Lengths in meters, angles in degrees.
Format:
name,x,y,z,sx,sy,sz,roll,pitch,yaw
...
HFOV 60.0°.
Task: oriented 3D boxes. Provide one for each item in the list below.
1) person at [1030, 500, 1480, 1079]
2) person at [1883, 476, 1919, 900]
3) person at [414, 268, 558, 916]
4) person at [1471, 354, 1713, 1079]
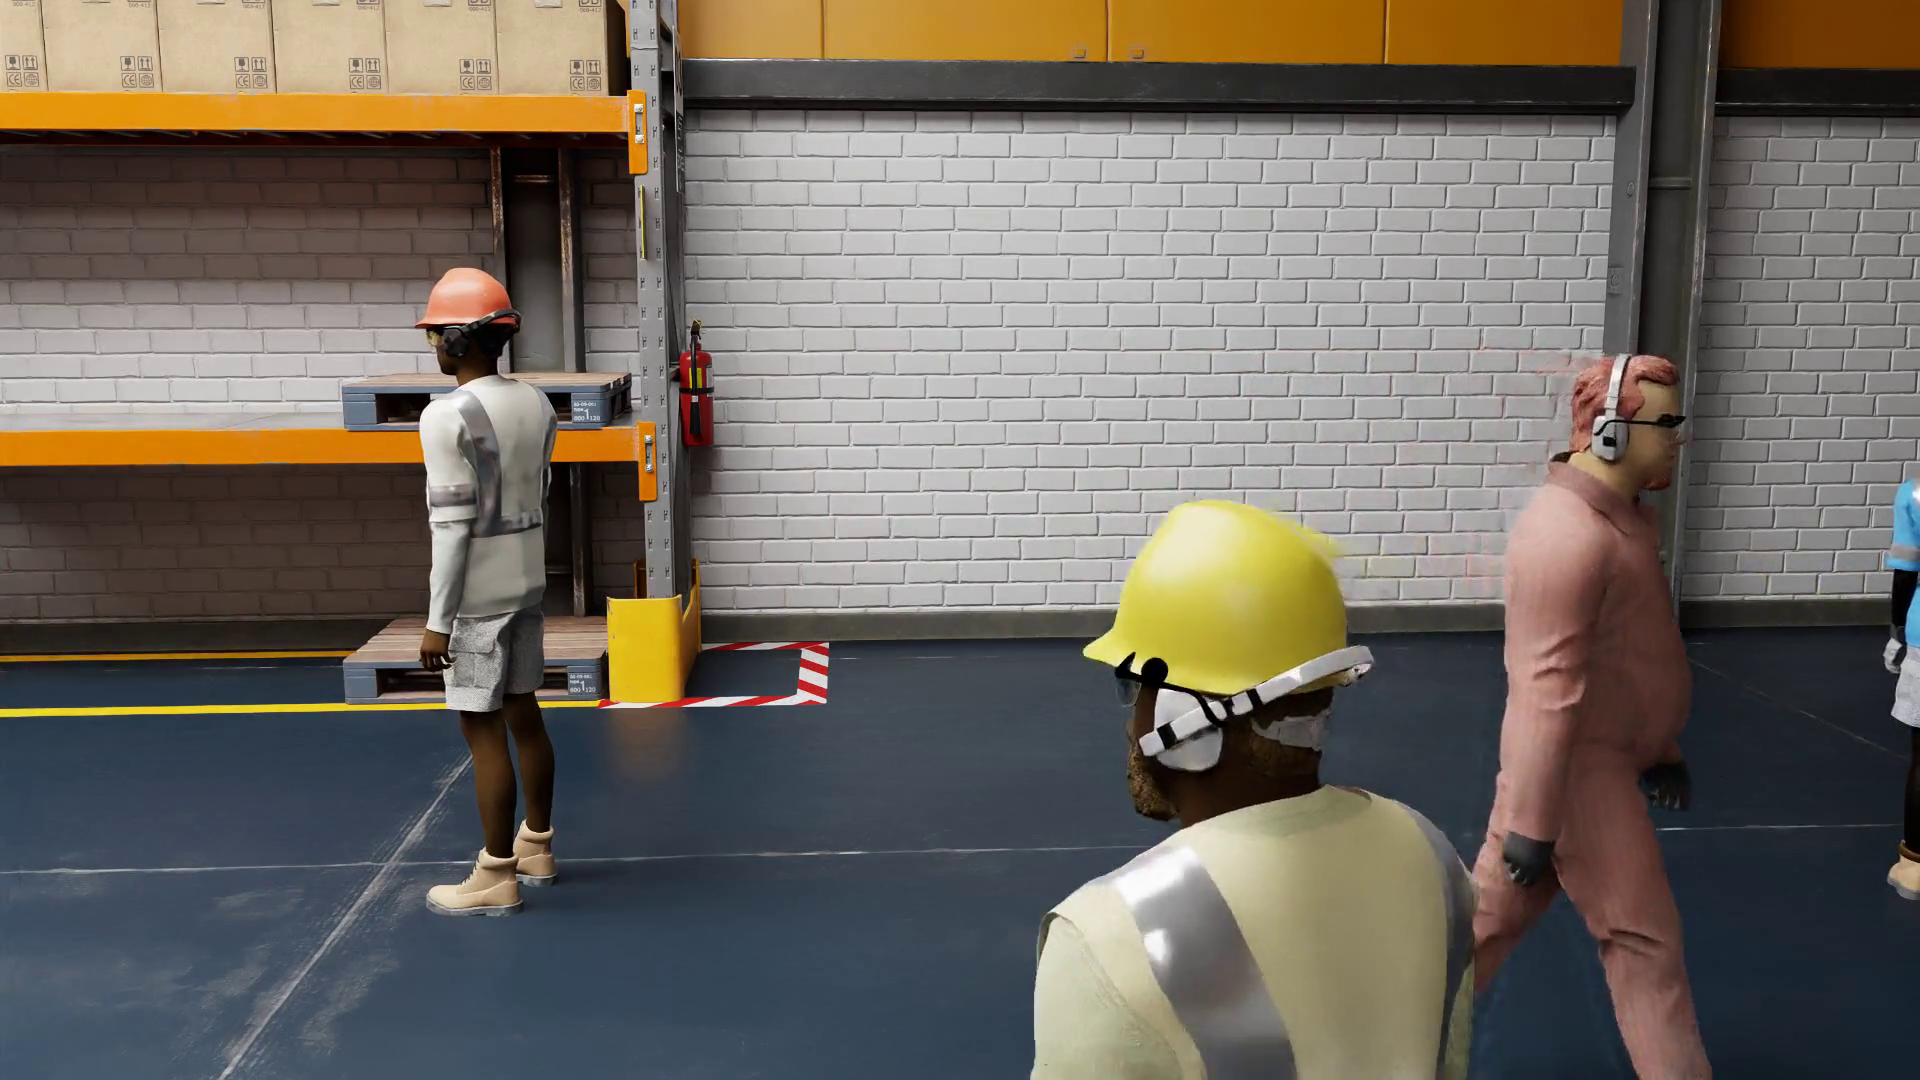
name,x,y,z,sx,sy,sz,roll,pitch,yaw
person,0.328,0.861,1.711,0.591,1.804,0.862,-9,13,-43
person,3.244,0.338,5.318,0.529,1.694,0.321,4,10,26
person,-1.516,0.170,5.283,0.378,2.044,0.607,2,9,15
person,1.408,0.512,3.736,0.991,1.859,0.651,4,10,22
